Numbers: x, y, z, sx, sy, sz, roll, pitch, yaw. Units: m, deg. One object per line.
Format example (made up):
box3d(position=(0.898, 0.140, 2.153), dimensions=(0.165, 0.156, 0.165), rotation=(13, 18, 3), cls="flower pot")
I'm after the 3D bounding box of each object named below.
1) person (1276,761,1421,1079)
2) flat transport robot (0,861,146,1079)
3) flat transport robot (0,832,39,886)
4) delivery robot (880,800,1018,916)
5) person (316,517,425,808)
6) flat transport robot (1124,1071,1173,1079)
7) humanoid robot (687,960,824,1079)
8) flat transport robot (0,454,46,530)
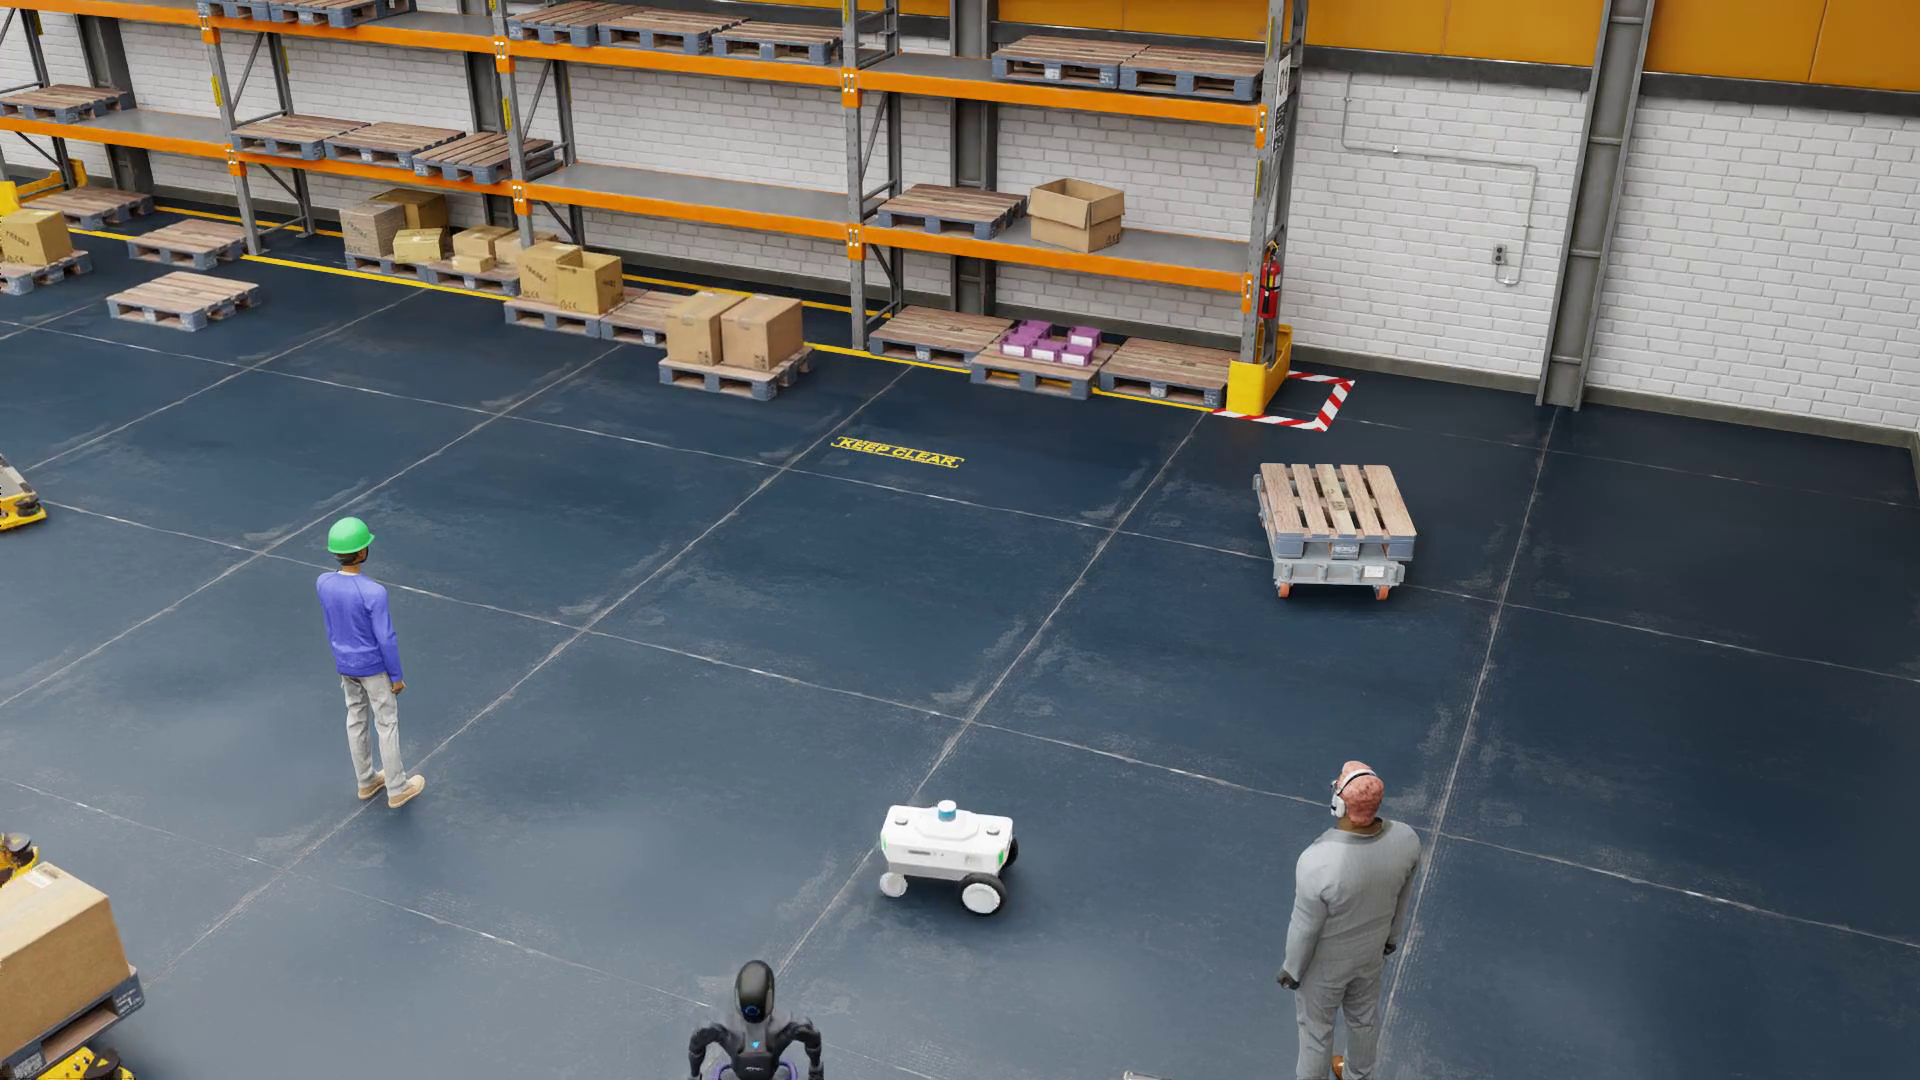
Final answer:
box3d(position=(1.723, 1.838, 7.584), dimensions=(0.651, 1.905, 0.405), rotation=(-12, 30, -23), cls="person")
box3d(position=(-4.744, 2.512, 8.061), dimensions=(1.431, 0.231, 0.659), rotation=(16, 31, 28), cls="flat transport robot")
box3d(position=(-5.876, 1.989, 9.076), dimensions=(1.431, 0.231, 0.659), rotation=(-9, 29, -17), cls="flat transport robot")
box3d(position=(-0.047, 1.735, 9.275), dimensions=(0.807, 0.613, 0.499), rotation=(5, 28, 9), cls="delivery robot")
box3d(position=(-3.483, 0.724, 9.797), dimensions=(0.453, 1.866, 0.370), rotation=(8, 28, 15), cls="person")
box3d(position=(1.258, 2.808, 7.486), dimensions=(1.431, 0.231, 0.659), rotation=(7, 28, 12), cls="flat transport robot")
box3d(position=(-0.835, 2.356, 6.840), dimensions=(0.602, 1.655, 0.375), rotation=(-3, 27, -6), cls="humanoid robot")
box3d(position=(-8.093, -0.388, 13.684), dimensions=(0.659, 0.231, 1.431), rotation=(-22, 35, -36), cls="flat transport robot")
